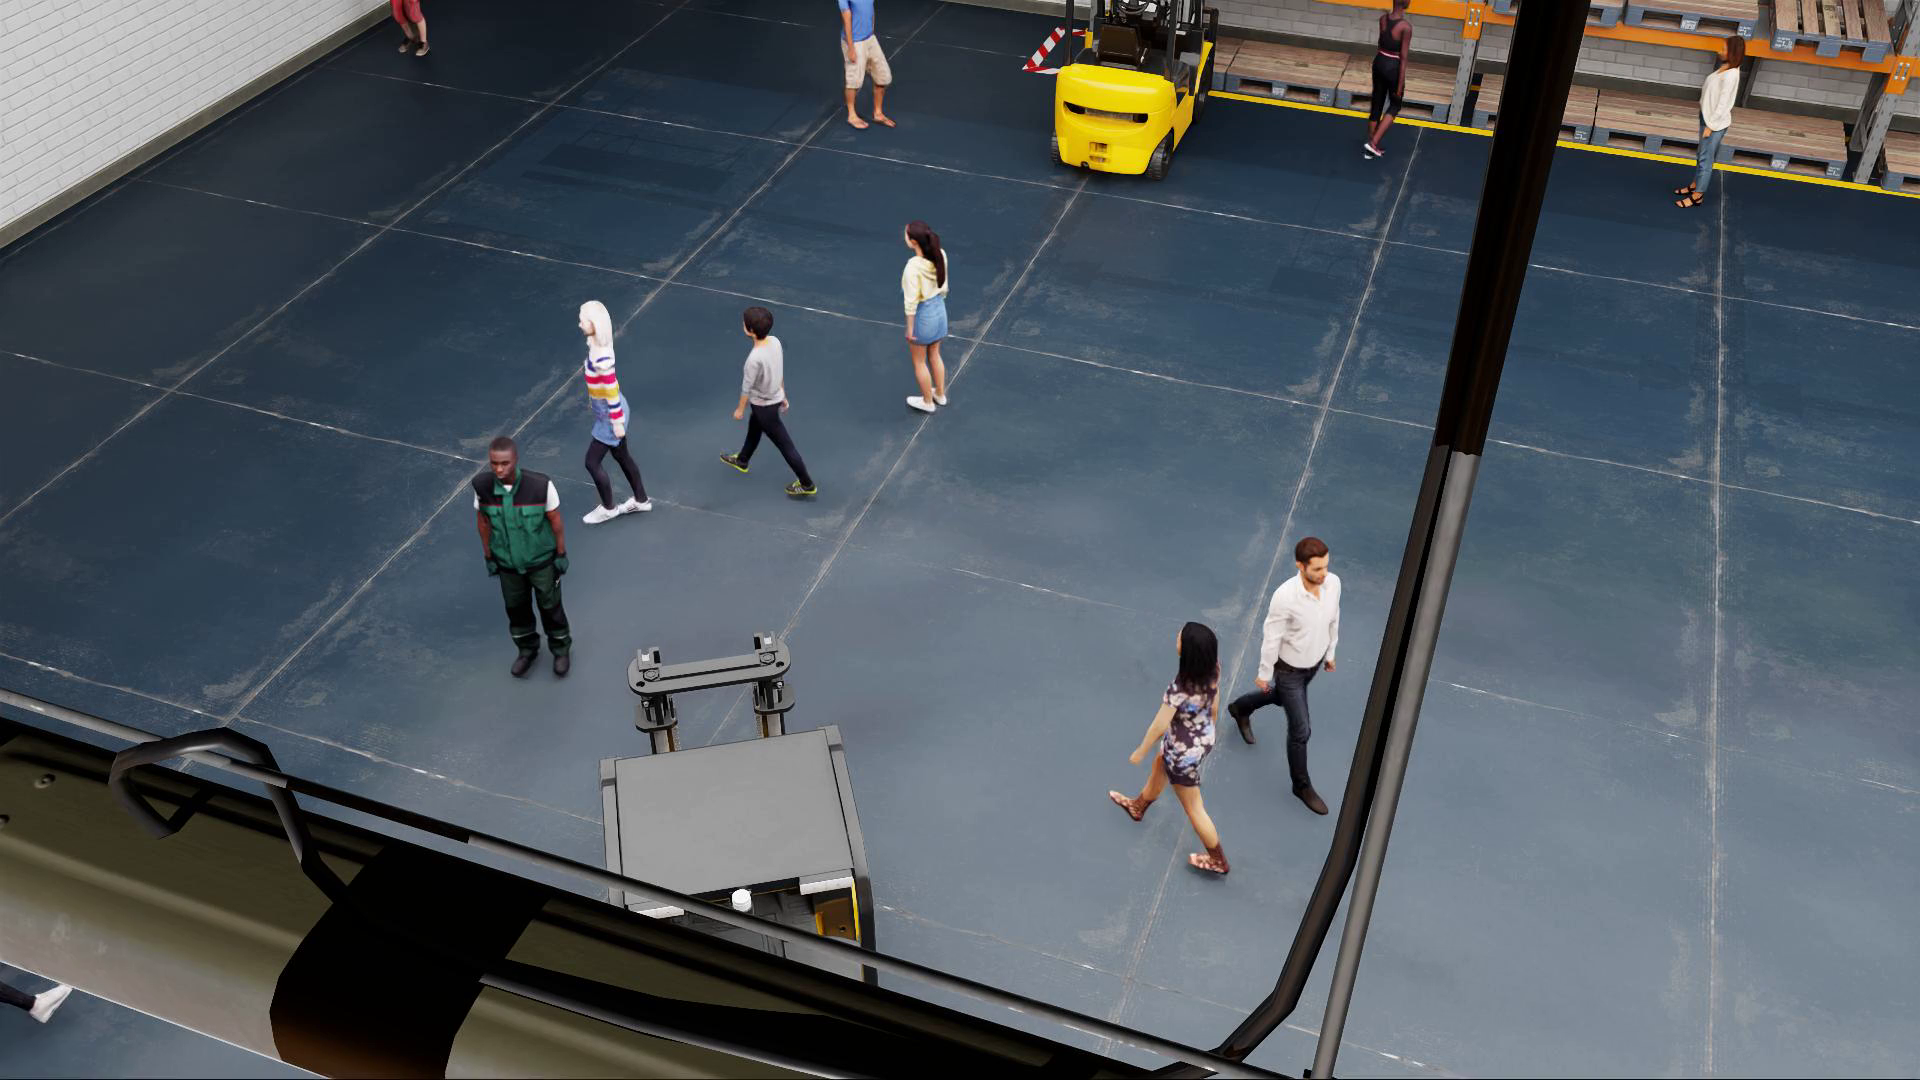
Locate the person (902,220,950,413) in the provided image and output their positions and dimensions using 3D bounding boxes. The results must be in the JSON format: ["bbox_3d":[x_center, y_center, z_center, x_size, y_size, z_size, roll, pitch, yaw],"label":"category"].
[{"bbox_3d":[-0.257,-1.738,13.051,0.685,1.619,0.717,26,45,29],"label":"person"}]

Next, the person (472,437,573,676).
[{"bbox_3d":[-2.762,0.096,10.579,0.666,1.838,0.824,0,39,0],"label":"person"}]

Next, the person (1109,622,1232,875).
[{"bbox_3d":[1.323,1.217,9.296,1.175,1.688,0.828,26,45,28],"label":"person"}]

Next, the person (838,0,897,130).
[{"bbox_3d":[-1.108,-5.170,17.162,0.901,1.852,0.817,30,47,32],"label":"person"}]

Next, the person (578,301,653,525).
[{"bbox_3d":[-2.418,-0.911,11.876,0.915,1.794,0.856,-9,40,-11],"label":"person"}]

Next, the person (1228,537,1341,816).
[{"bbox_3d":[1.928,0.692,9.834,1.103,1.837,1.277,-25,45,-28],"label":"person"}]

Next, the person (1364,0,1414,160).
[{"bbox_3d":[4.186,-4.606,16.538,0.804,1.749,0.763,-27,46,-29],"label":"person"}]

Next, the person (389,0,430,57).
[{"bbox_3d":[-6.237,-6.254,18.707,0.567,1.617,0.673,22,44,26],"label":"person"}]

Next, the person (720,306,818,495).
[{"bbox_3d":[-1.337,-0.964,12.177,1.060,1.500,0.570,12,40,14],"label":"person"}]

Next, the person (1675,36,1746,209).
[{"bbox_3d":[7.176,-3.983,15.815,0.541,1.678,0.617,11,40,13],"label":"person"}]
